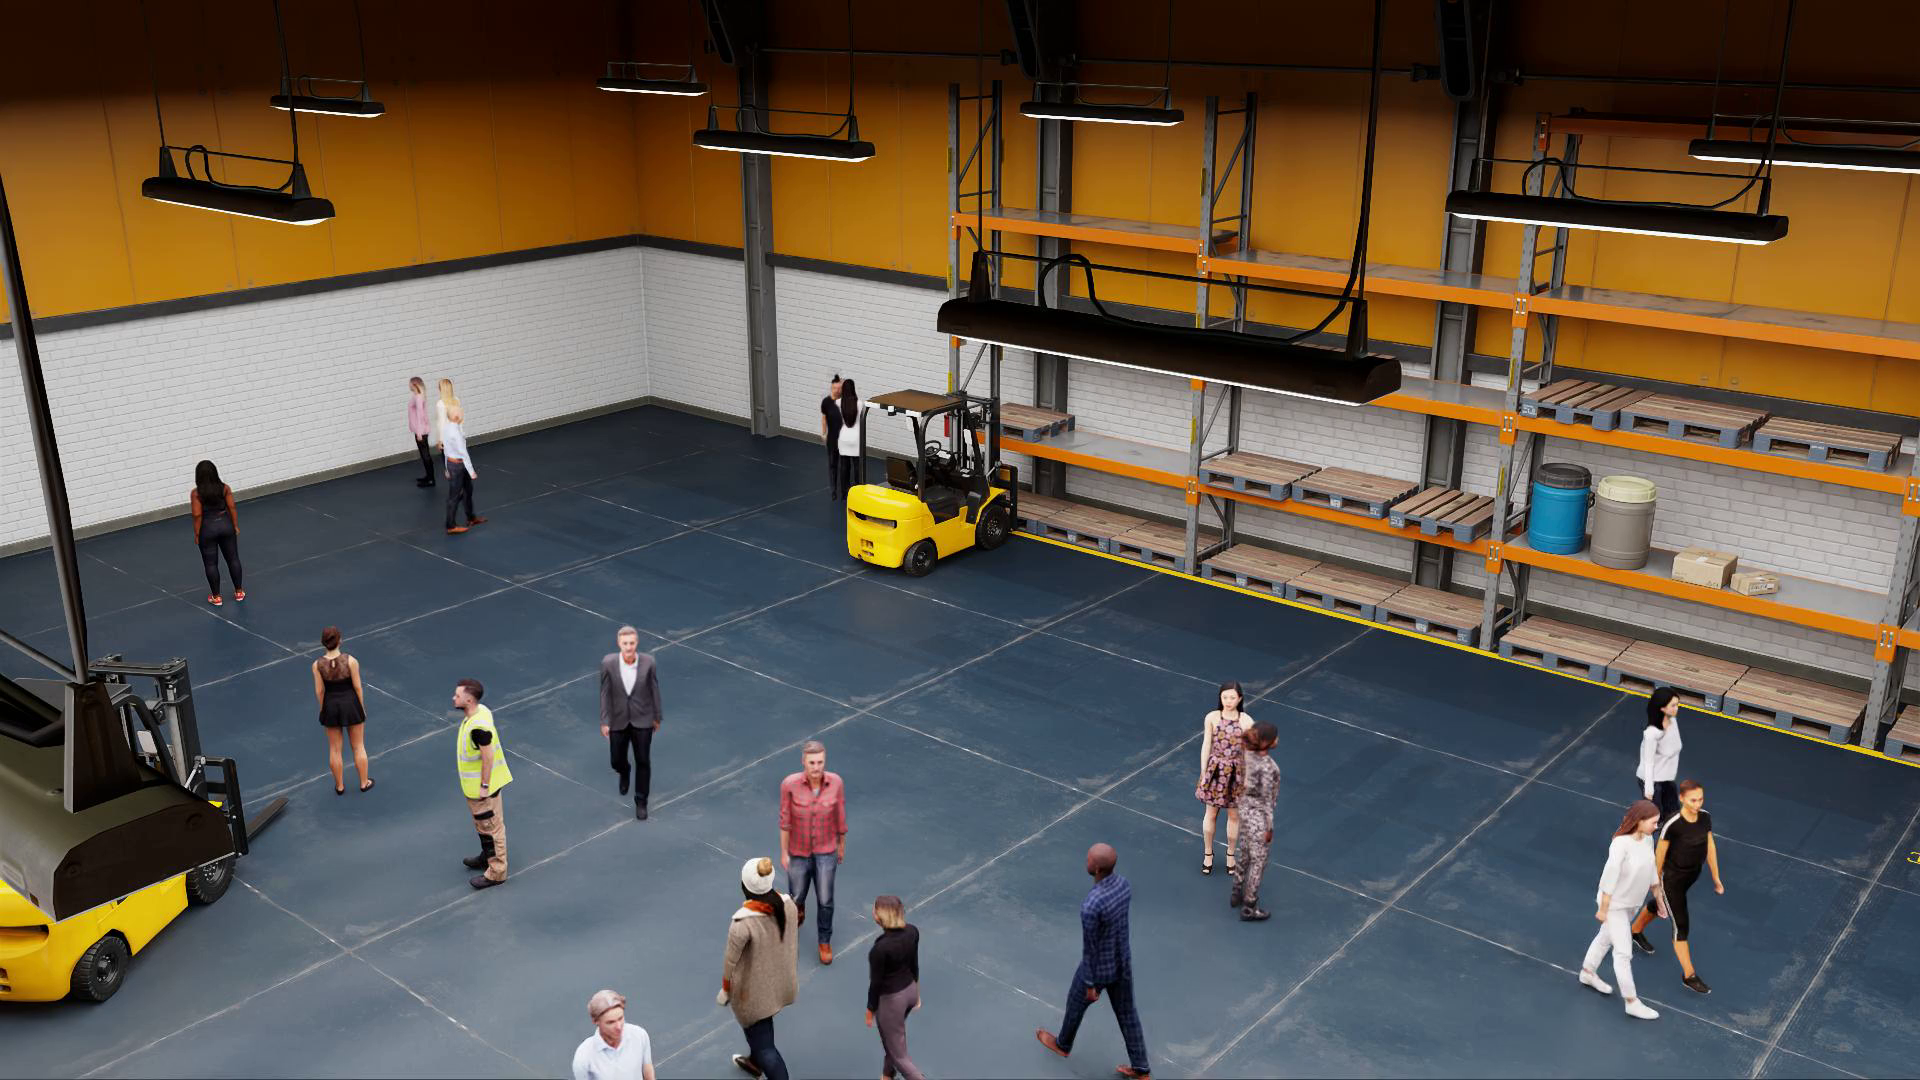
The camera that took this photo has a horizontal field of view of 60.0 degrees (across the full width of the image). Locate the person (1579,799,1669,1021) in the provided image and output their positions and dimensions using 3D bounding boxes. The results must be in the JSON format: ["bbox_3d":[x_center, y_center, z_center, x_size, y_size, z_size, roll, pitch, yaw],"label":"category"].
[{"bbox_3d":[4.851,2.656,12.374,0.699,1.656,0.964,-15,24,-38],"label":"person"}]

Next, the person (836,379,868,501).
[{"bbox_3d":[-1.622,-1.477,24.412,0.610,1.807,0.742,4,19,12],"label":"person"}]

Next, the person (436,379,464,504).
[{"bbox_3d":[-7.423,-1.441,24.225,0.629,1.857,0.683,7,20,21],"label":"person"}]

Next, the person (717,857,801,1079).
[{"bbox_3d":[-1.276,2.984,11.081,1.128,1.860,0.685,16,24,39],"label":"person"}]

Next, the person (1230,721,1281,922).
[{"bbox_3d":[2.394,2.251,13.487,0.721,1.713,0.648,-4,19,-12],"label":"person"}]

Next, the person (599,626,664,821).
[{"bbox_3d":[-3.017,1.618,15.195,0.984,1.824,1.061,-4,19,-13],"label":"person"}]

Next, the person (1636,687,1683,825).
[{"bbox_3d":[5.872,2.018,14.216,0.662,1.689,0.689,-17,25,-41],"label":"person"}]

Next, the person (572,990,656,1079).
[{"bbox_3d":[-2.056,3.425,9.841,0.806,1.816,1.018,-12,22,-32],"label":"person"}]

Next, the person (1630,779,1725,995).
[{"bbox_3d":[5.434,2.546,12.748,0.912,1.625,1.199,-9,20,-24],"label":"person"}]

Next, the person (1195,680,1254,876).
[{"bbox_3d":[2.251,2.017,14.087,0.782,1.774,0.859,2,19,6],"label":"person"}]

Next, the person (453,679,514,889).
[{"bbox_3d":[-4.035,2.013,13.987,0.898,1.845,0.815,-7,20,-19],"label":"person"}]

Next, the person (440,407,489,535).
[{"bbox_3d":[-6.988,-0.934,22.859,0.839,1.769,0.901,-12,22,-32],"label":"person"}]

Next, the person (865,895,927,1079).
[{"bbox_3d":[-0.349,3.131,10.984,1.029,1.643,0.650,12,22,31],"label":"person"}]

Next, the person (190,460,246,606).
[{"bbox_3d":[-9.096,-0.108,20.334,0.728,1.815,0.697,-13,23,-34],"label":"person"}]

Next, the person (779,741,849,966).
[{"bbox_3d":[-1.164,2.370,12.975,0.983,1.815,1.063,-4,19,-10],"label":"person"}]

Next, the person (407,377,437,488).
[{"bbox_3d":[-8.117,-1.645,25.097,0.749,1.687,0.651,-6,19,-16],"label":"person"}]

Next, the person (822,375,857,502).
[{"bbox_3d":[-1.771,-1.547,24.601,1.221,1.819,1.197,1,19,3],"label":"person"}]

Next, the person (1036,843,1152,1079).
[{"bbox_3d":[1.069,2.924,11.396,1.145,1.772,0.697,16,24,39],"label":"person"}]

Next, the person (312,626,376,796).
[{"bbox_3d":[-5.780,1.582,15.538,0.679,1.673,0.725,-4,19,-12],"label":"person"}]
